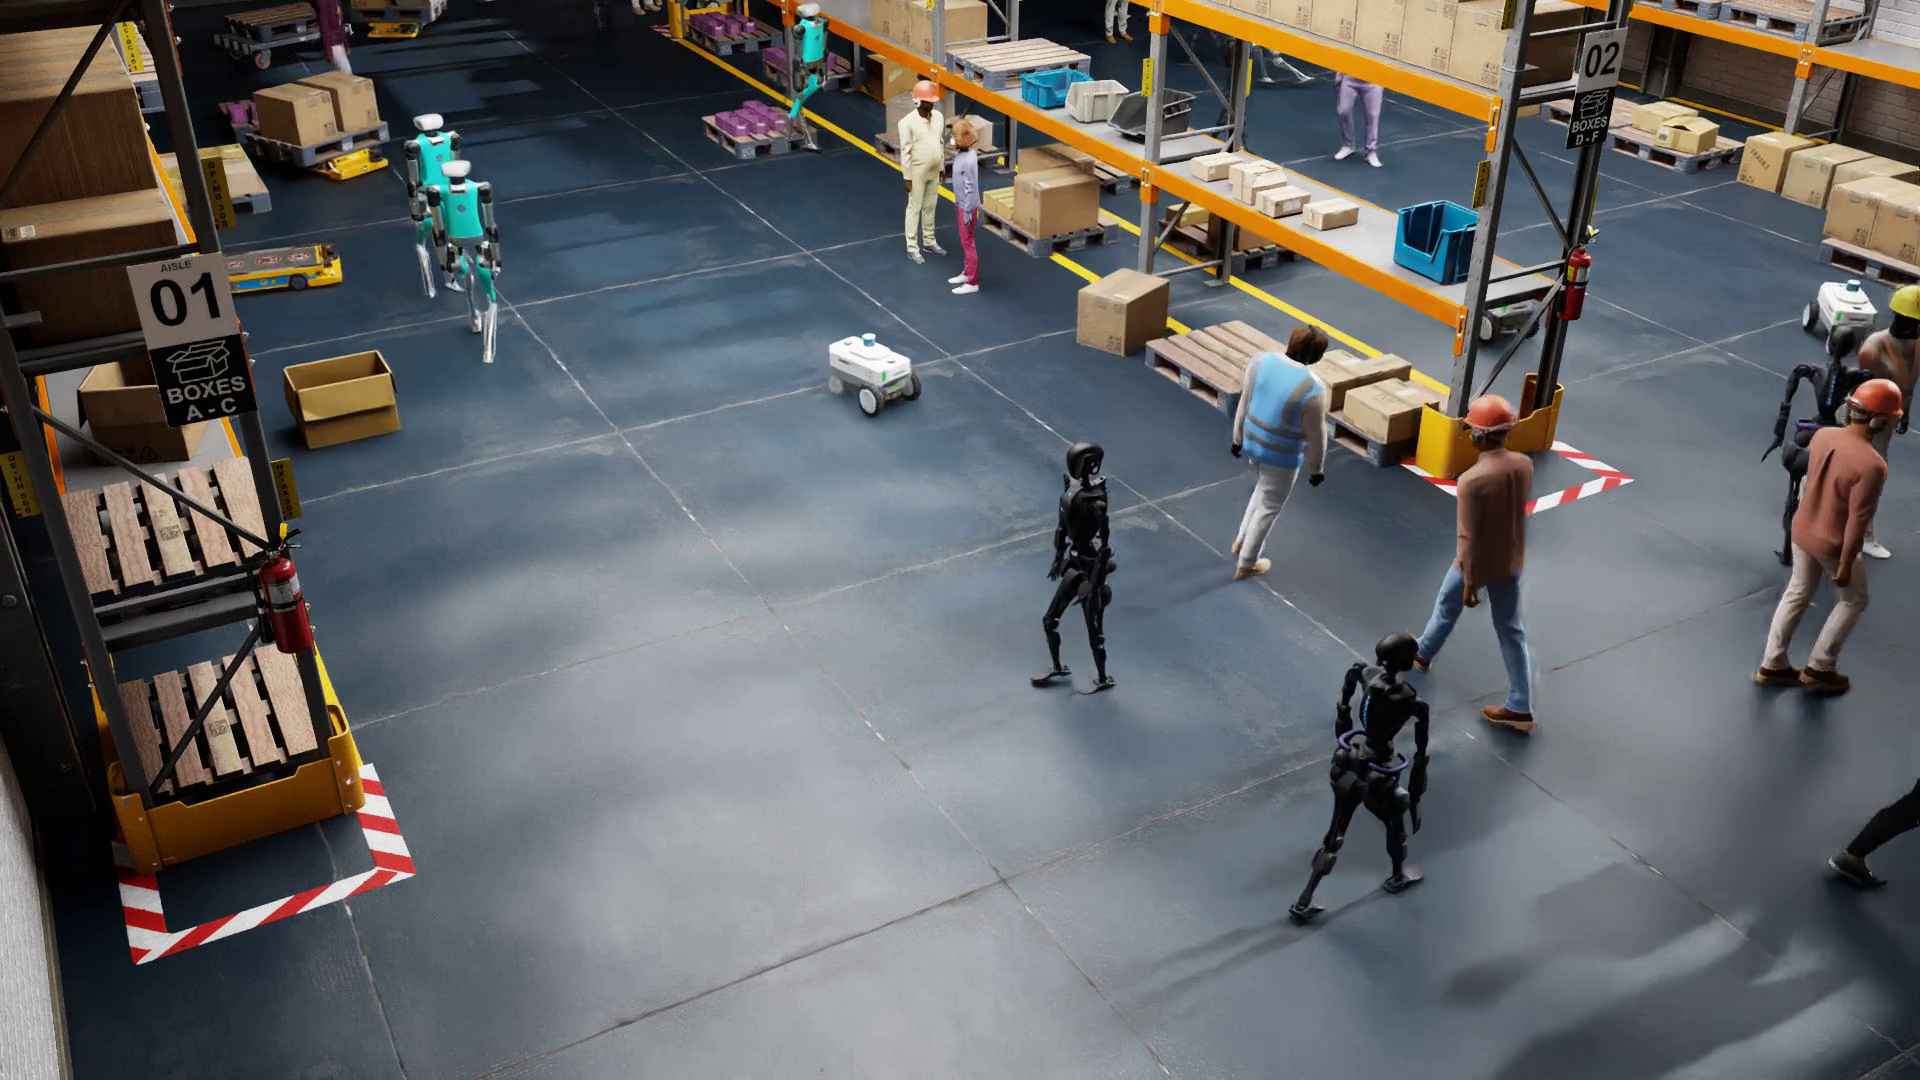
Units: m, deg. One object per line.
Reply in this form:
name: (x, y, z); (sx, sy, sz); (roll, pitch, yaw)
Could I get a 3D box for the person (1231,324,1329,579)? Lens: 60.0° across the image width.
person: (2.075, -0.562, 10.854); (0.516, 1.803, 0.637); (-18, 34, -28)

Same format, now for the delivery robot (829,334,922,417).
delivery robot: (-0.729, -1.383, 13.523); (0.785, 0.587, 0.499); (26, 39, 38)

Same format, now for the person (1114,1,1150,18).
person: (2.736, -8.873, 25.315); (0.578, 1.813, 0.643); (-25, 38, -36)

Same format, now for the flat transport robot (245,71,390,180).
flat transport robot: (-7.314, -4.406, 19.079); (1.431, 0.231, 0.659); (18, 34, 28)

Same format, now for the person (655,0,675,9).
person: (-4.633, -9.178, 25.904); (0.562, 1.742, 0.336); (3, 30, 6)

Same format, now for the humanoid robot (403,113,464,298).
humanoid robot: (-4.880, -3.071, 15.300); (0.531, 1.792, 0.770); (-25, 38, -37)

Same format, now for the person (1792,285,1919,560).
person: (6.172, -0.861, 11.271); (0.586, 1.893, 0.794); (-20, 35, -30)

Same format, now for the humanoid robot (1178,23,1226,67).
humanoid robot: (3.420, -7.274, 22.703); (0.761, 1.636, 0.593); (10, 31, 17)

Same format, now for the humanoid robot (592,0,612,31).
humanoid robot: (-5.429, -8.480, 24.772); (0.602, 1.642, 0.613); (-6, 30, -10)

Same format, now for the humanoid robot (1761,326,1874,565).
humanoid robot: (5.712, -0.620, 11.084); (0.603, 1.640, 0.407); (13, 32, 21)

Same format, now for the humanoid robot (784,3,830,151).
humanoid robot: (-1.878, -5.271, 19.219); (0.806, 1.892, 0.567); (22, 37, 34)

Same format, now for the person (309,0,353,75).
person: (-7.643, -6.075, 20.326); (0.468, 1.930, 0.541); (-6, 30, -11)

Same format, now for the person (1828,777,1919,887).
person: (4.872, 1.091, 8.054); (0.896, 1.715, 0.774); (10, 32, 18)

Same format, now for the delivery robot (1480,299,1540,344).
delivery robot: (4.764, -2.088, 14.777); (0.499, 0.614, 0.803); (-10, 31, -17)

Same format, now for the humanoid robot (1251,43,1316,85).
humanoid robot: (4.194, -6.734, 21.662); (1.015, 1.731, 0.547); (7, 31, 13)

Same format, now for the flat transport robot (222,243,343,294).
flat transport robot: (-6.664, -2.548, 15.846); (1.431, 0.231, 0.659); (-11, 32, -18)

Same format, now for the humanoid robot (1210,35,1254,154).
humanoid robot: (3.094, -5.237, 19.141); (0.723, 1.627, 0.610); (5, 30, 8)

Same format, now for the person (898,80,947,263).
person: (-0.345, -3.590, 16.167); (0.322, 1.752, 0.561); (25, 38, 36)

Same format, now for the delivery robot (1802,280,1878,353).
delivery robot: (7.760, -1.984, 14.594); (0.499, 0.613, 0.807); (6, 30, 11)

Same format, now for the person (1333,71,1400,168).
person: (4.617, -5.202, 18.848); (0.764, 1.886, 0.393); (12, 32, 20)

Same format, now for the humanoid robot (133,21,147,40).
humanoid robot: (-10.832, -6.885, 22.005); (0.723, 1.627, 0.608); (20, 35, 31)

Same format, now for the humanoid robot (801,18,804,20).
humanoid robot: (-2.314, -8.653, 25.015); (0.797, 1.782, 0.536); (21, 36, 32)

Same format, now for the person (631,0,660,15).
person: (-4.922, -9.080, 25.642); (0.431, 1.841, 0.623); (21, 36, 32)

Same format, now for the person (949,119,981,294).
person: (0.045, -3.094, 15.436); (0.280, 1.628, 0.501); (-4, 30, -7)

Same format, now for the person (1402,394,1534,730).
person: (3.040, 0.109, 9.579); (0.610, 1.912, 1.106); (-14, 33, -23)

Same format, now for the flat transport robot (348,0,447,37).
flat transport robot: (-8.375, -7.780, 24.953); (0.659, 0.231, 1.431); (-2, 30, -3)

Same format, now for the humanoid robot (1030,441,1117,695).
humanoid robot: (0.707, 0.188, 9.677); (0.478, 1.646, 0.600); (-12, 32, -20)

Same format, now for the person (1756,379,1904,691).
person: (5.145, -0.013, 9.730); (0.663, 1.961, 0.632); (-5, 30, -8)

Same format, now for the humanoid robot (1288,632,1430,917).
humanoid robot: (2.012, 1.123, 8.107); (0.803, 1.632, 0.588); (-20, 36, -31)

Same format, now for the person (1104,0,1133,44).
person: (2.333, -8.153, 23.979); (0.571, 1.889, 0.375); (-17, 34, -27)

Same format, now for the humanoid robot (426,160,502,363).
humanoid robot: (-4.198, -2.482, 14.307); (0.530, 1.781, 1.017); (-6, 30, -10)

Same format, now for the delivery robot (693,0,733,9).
delivery robot: (-3.733, -8.412, 25.749); (0.749, 0.578, 0.505); (-17, 34, -27)
